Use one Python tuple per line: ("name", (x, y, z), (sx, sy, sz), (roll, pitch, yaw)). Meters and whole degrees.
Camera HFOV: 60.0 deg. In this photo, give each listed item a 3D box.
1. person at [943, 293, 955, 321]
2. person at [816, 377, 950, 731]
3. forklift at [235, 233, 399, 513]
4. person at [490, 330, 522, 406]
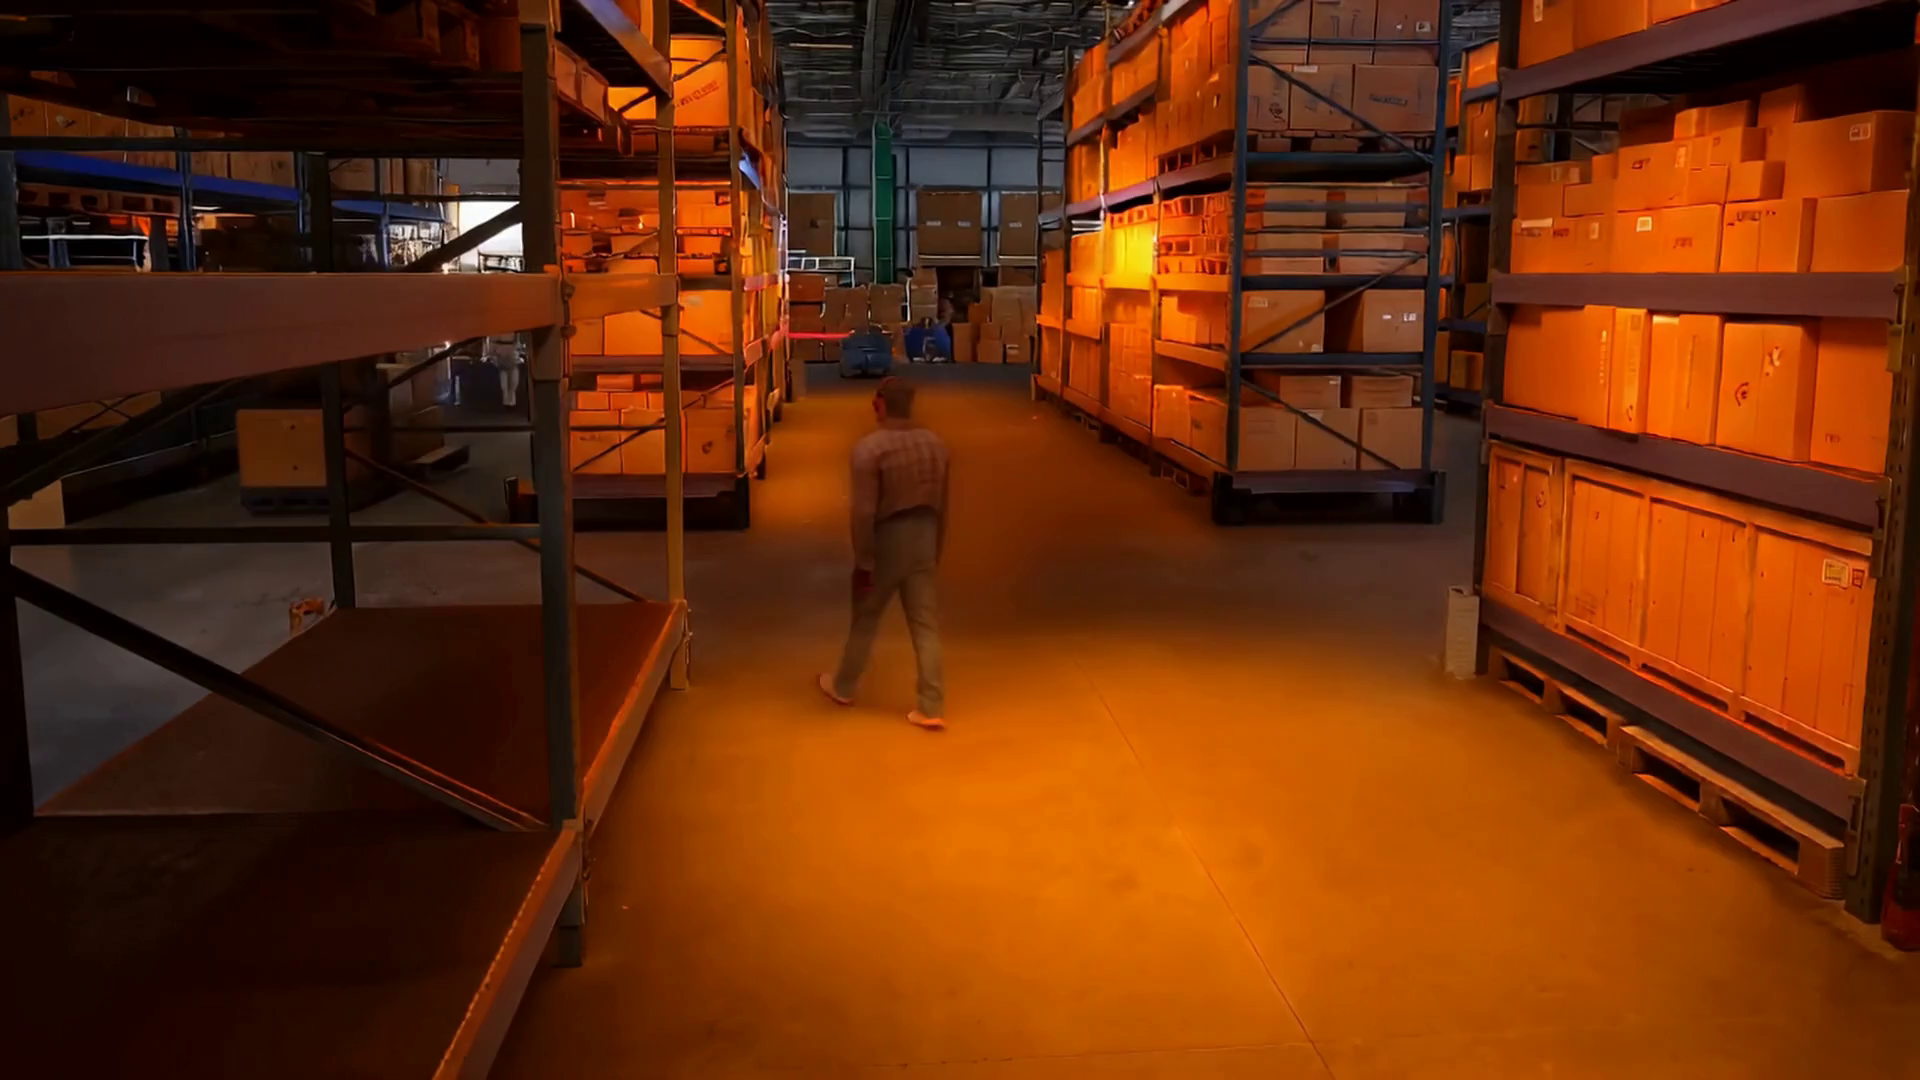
("person", (-0.464, -9.231, 67.809), (0.496, 1.708, 0.883), (-5, 10, -30))
("person", (-0.393, 0.057, 8.966), (0.667, 1.852, 0.992), (-7, 11, -36))
("forklift", (-6.690, -1.762, 17.192), (1.129, 2.768, 1.873), (-1, 9, -4))
("person", (-8.316, -3.413, 30.557), (0.581, 1.920, 0.534), (-5, 10, -30))
